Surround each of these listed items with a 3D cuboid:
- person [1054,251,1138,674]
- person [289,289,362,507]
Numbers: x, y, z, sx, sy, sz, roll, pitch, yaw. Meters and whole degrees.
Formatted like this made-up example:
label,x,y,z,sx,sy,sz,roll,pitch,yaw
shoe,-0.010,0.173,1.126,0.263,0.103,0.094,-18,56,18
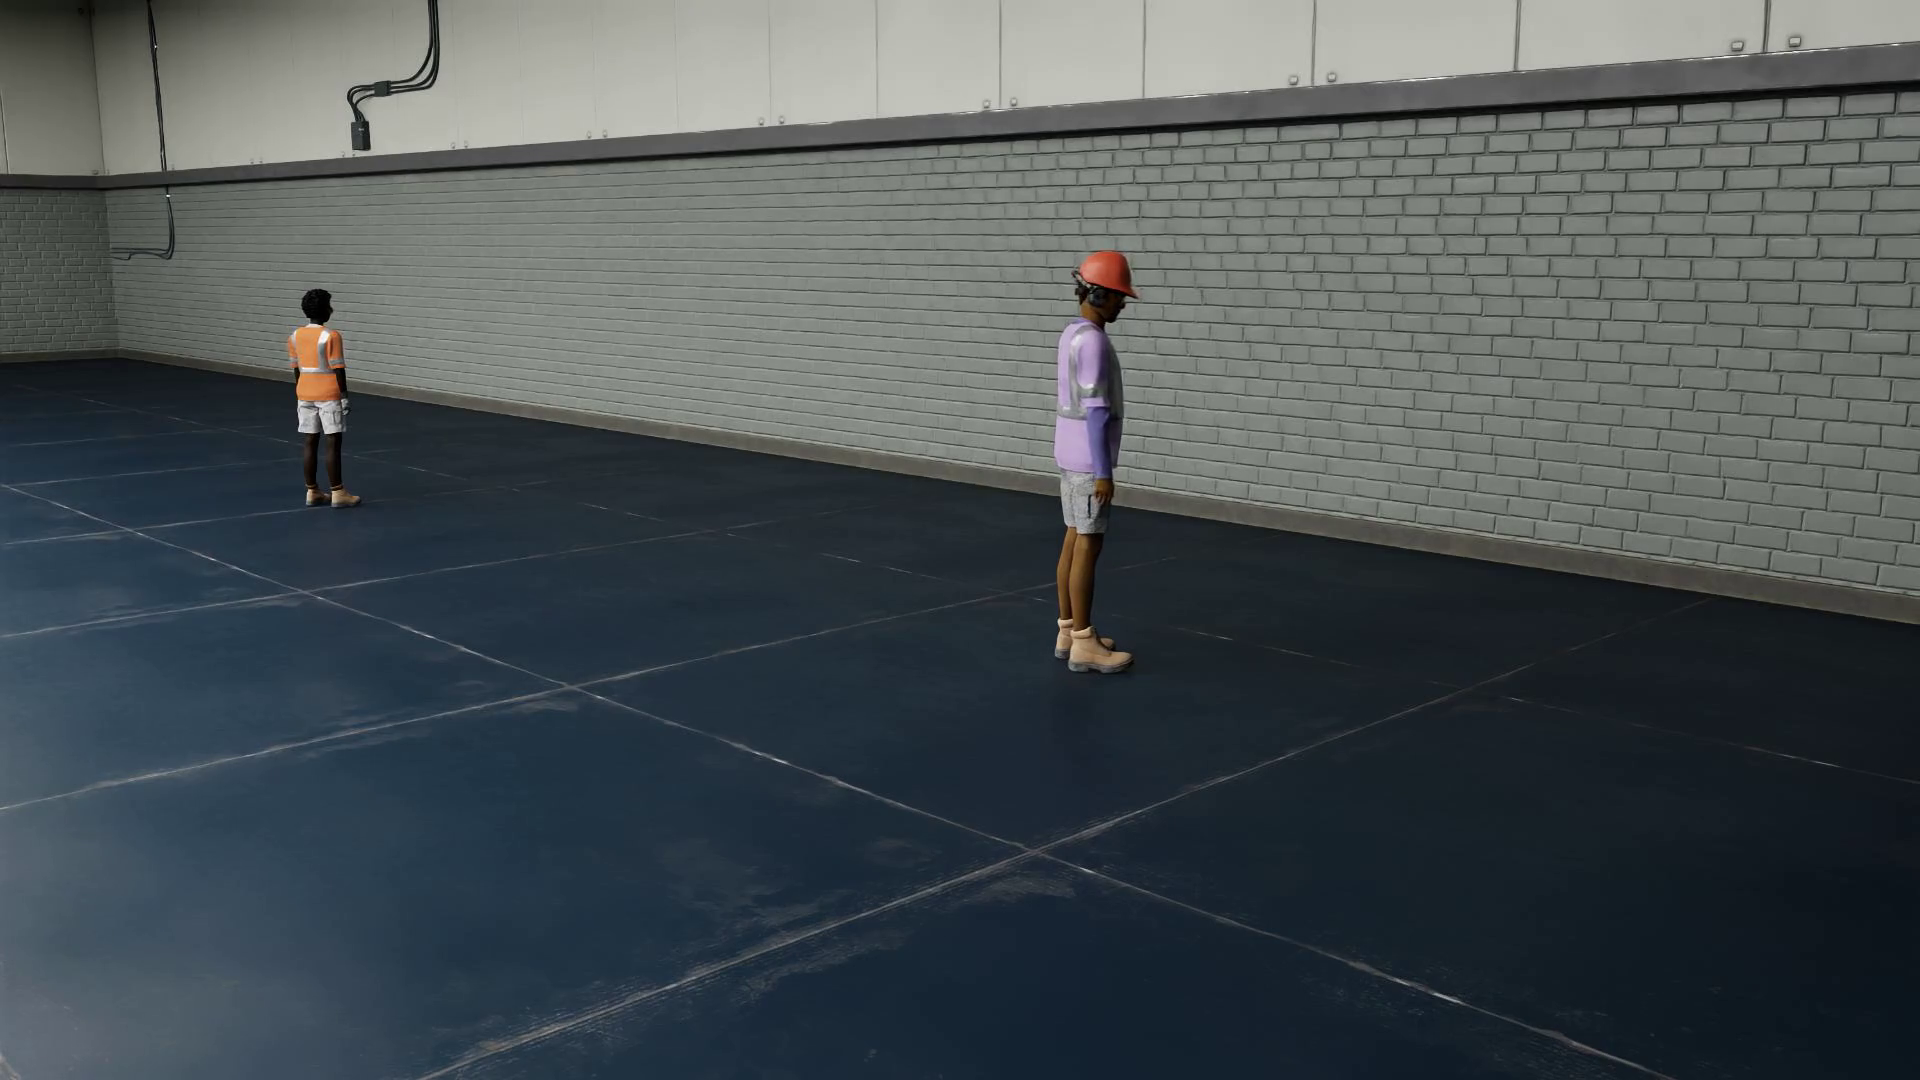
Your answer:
label,x,y,z,sx,sy,sz,roll,pitch,yaw
person,0.664,-0.388,8.163,0.394,2.034,0.605,-1,10,-8
person,-4.985,-1.108,13.011,0.535,1.697,0.318,5,11,25
